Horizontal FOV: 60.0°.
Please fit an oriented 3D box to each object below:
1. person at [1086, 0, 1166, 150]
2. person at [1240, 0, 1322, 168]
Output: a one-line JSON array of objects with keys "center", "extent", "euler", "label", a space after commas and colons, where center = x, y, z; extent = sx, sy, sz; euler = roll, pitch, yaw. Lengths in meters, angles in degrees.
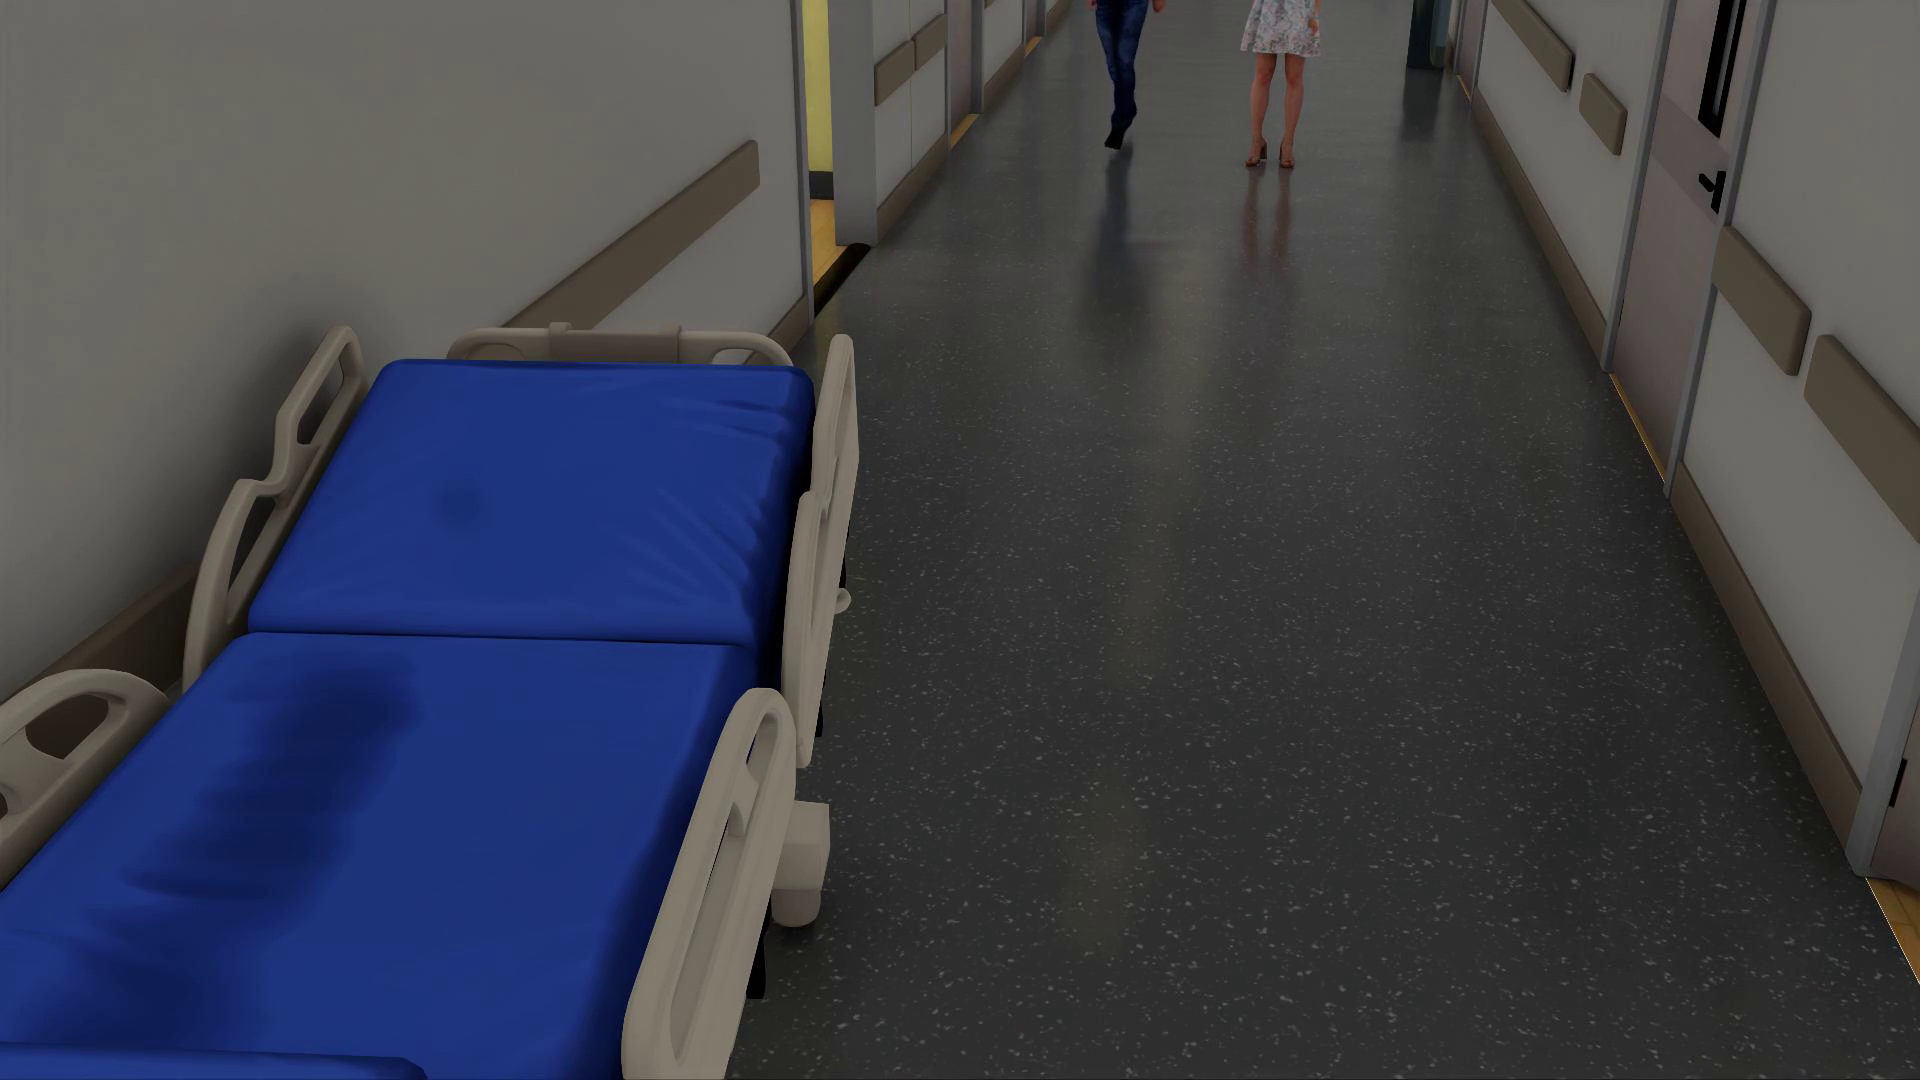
[{"center": [1.056, -3.498, 10.692], "extent": [1.187, 1.843, 0.885], "euler": [9, 27, 18], "label": "person"}, {"center": [1.973, -3.171, 10.093], "extent": [0.593, 1.774, 0.725], "euler": [7, 27, 14], "label": "person"}]
